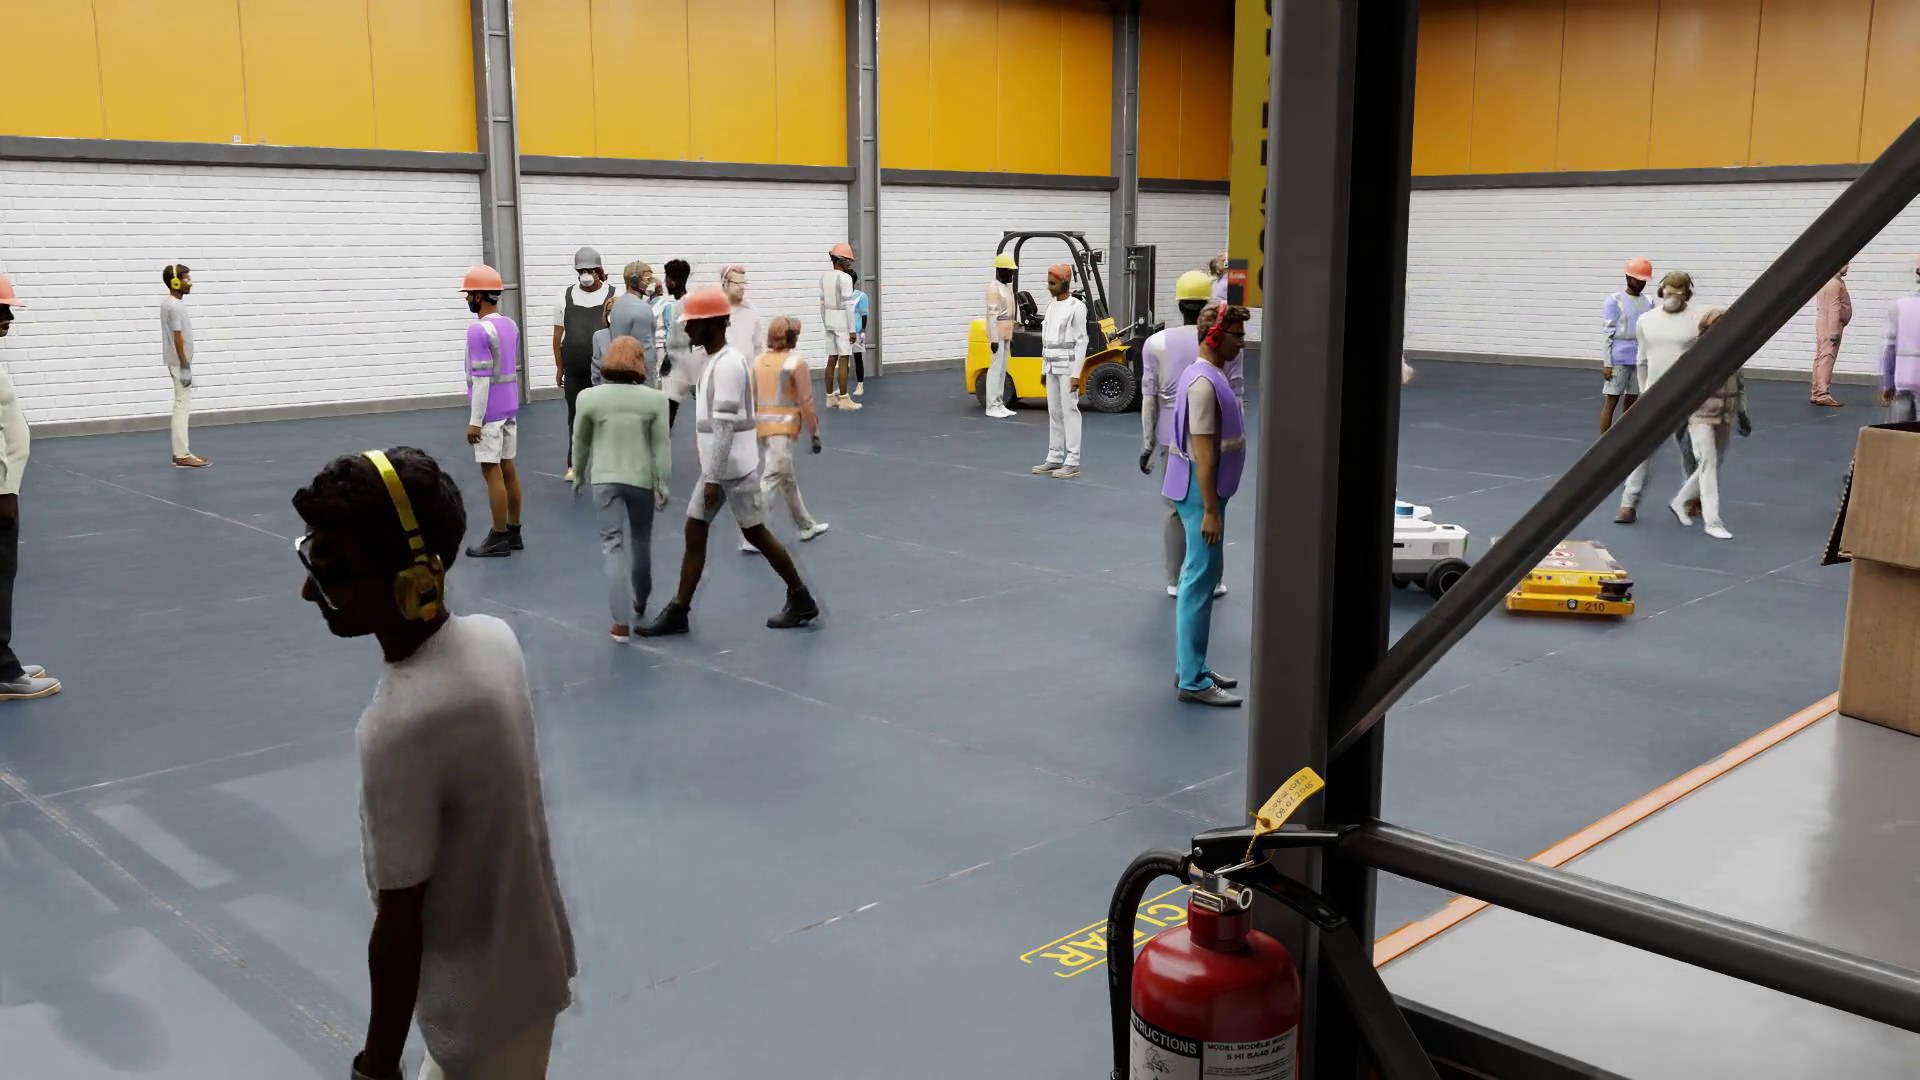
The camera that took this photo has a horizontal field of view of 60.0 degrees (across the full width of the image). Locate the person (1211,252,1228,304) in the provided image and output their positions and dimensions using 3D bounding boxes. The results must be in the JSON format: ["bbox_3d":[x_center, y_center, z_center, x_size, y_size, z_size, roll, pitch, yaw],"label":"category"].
[{"bbox_3d":[3.519,-2.869,22.158,0.400,1.907,0.645,0,10,-1],"label":"person"}]

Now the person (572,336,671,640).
[{"bbox_3d":[-1.827,-0.299,9.003,0.516,1.588,0.845,-3,11,-14],"label":"person"}]

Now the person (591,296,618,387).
[{"bbox_3d":[-2.811,-1.190,13.741,0.499,1.634,0.280,2,11,11],"label":"person"}]

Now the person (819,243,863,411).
[{"bbox_3d":[-1.456,-2.600,20.344,0.392,2.034,0.605,-9,13,-39],"label":"person"}]

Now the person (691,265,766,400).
[{"bbox_3d":[-1.858,-1.325,13.789,0.662,1.879,0.693,-8,13,-39],"label":"person"}]

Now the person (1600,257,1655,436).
[{"bbox_3d":[6.294,-1.684,15.638,0.543,1.928,0.372,-3,11,-18],"label":"person"}]

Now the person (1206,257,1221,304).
[{"bbox_3d":[3.490,-2.926,22.669,0.396,1.831,0.522,-4,11,-22],"label":"person"}]

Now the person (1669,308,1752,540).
[{"bbox_3d":[5.373,-0.851,11.934,0.521,1.613,0.714,-4,11,-21],"label":"person"}]

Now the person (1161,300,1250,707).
[{"bbox_3d":[1.121,-0.172,7.632,0.389,1.839,0.563,1,10,7],"label":"person"}]

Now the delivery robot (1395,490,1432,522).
[{"bbox_3d":[2.663,-0.077,10.364,0.477,0.478,0.707,8,13,37],"label":"delivery robot"}]

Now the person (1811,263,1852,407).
[{"bbox_3d":[10.948,-2.634,20.872,0.410,1.909,0.642,3,11,16],"label":"person"}]

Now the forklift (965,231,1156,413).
[{"bbox_3d":[1.222,-2.721,20.561,2.313,2.155,1.214,2,11,13],"label":"forklift"}]

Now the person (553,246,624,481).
[{"bbox_3d":[-3.184,-1.515,14.404,0.689,2.000,0.539,-1,10,-4],"label":"person"}]

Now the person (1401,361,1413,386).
[{"bbox_3d":[5.959,-2.981,23.056,0.848,1.815,0.633,-3,11,-17],"label":"person"}]

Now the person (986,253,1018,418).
[{"bbox_3d":[0.502,-2.405,19.567,0.382,1.924,0.594,4,11,20],"label":"person"}]

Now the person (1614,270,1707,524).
[{"bbox_3d":[5.323,-1.068,12.423,0.629,1.885,0.978,9,14,42],"label":"person"}]

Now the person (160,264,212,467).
[{"bbox_3d":[-7.186,-1.601,15.373,0.318,1.860,0.523,-6,12,-29],"label":"person"}]

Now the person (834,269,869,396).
[{"bbox_3d":[-1.468,-2.762,22.152,0.532,1.694,0.319,5,12,27],"label":"person"}]

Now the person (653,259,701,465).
[{"bbox_3d":[-2.593,-1.622,15.319,0.995,1.899,0.718,-1,10,-6],"label":"person"}]

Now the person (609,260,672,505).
[{"bbox_3d":[-2.566,-1.240,13.192,0.378,1.937,0.629,-6,12,-31],"label":"person"}]

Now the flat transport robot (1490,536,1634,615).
[{"bbox_3d":[3.557,0.192,9.929,0.652,0.197,1.431,2,11,12],"label":"flat transport robot"}]

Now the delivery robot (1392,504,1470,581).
[{"bbox_3d":[2.604,0.030,9.779,0.707,0.478,0.477,0,10,2],"label":"delivery robot"}]

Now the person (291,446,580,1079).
[{"bbox_3d":[-0.774,0.754,2.609,0.554,1.830,0.557,-1,10,-8],"label":"person"}]

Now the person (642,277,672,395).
[{"bbox_3d":[-3.619,-2.298,19.766,0.512,1.642,0.312,7,13,34],"label":"person"}]

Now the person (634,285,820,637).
[{"bbox_3d":[-1.218,-0.412,8.880,1.008,1.888,0.561,-4,11,-21],"label":"person"}]

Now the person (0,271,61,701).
[{"bbox_3d":[-4.466,-0.260,7.691,0.391,1.990,0.623,-8,13,-37],"label":"person"}]

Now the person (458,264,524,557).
[{"bbox_3d":[-3.133,-0.853,11.078,0.358,1.938,0.545,2,11,8],"label":"person"}]

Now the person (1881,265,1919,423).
[{"bbox_3d":[7.318,-1.197,12.704,0.531,2.031,0.609,-3,11,-16],"label":"person"}]

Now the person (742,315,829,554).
[{"bbox_3d":[-1.190,-0.720,11.296,0.874,1.588,0.535,-10,14,-44],"label":"person"}]

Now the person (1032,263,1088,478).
[{"bbox_3d":[0.896,-1.495,14.718,0.355,1.887,0.574,-6,12,-30],"label":"person"}]

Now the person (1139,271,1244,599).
[{"bbox_3d":[1.363,-0.605,9.799,0.608,1.917,0.421,2,10,8],"label":"person"}]
